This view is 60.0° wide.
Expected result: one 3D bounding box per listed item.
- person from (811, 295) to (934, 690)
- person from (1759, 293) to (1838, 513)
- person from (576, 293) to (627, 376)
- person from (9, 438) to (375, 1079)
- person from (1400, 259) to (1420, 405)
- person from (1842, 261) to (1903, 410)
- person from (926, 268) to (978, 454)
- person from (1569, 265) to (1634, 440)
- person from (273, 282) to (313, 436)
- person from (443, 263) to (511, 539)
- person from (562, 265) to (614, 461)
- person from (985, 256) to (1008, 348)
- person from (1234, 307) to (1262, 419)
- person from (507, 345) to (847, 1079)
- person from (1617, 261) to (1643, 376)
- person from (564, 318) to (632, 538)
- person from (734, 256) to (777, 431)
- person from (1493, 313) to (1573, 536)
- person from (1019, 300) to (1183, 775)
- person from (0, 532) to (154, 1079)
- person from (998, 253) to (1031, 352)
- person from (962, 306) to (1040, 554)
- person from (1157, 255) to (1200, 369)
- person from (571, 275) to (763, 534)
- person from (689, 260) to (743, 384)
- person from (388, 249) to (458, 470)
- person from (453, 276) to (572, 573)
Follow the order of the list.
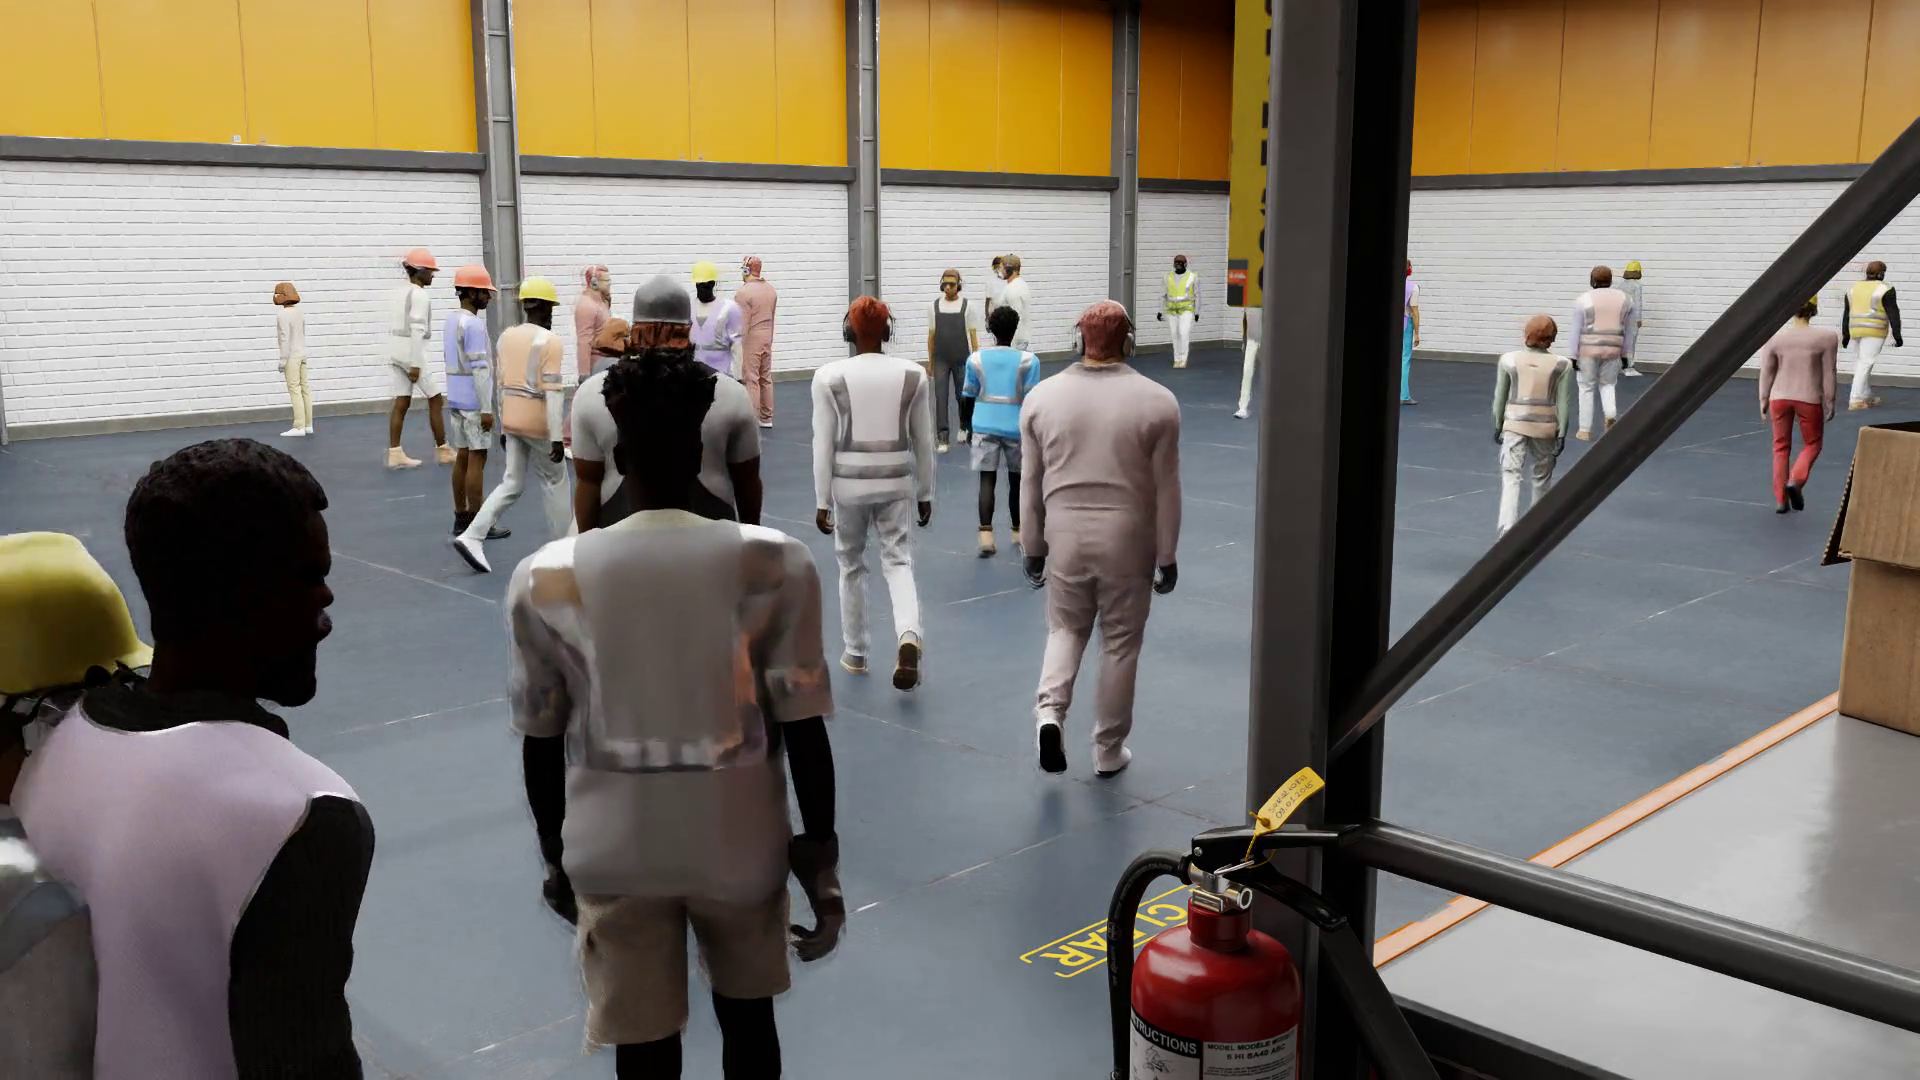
[{"bbox_3d":[-0.396,-0.219,7.856,0.583,1.862,0.820,-3,11,-15],"label":"person"},{"bbox_3d":[6.371,-1.058,12.679,0.551,1.751,0.427,8,13,37],"label":"person"},{"bbox_3d":[-3.592,-1.743,16.778,0.528,1.618,0.621,-1,10,-3],"label":"person"},{"bbox_3d":[-0.892,0.834,1.972,0.611,1.898,0.442,6,12,29],"label":"person"},{"bbox_3d":[5.527,-2.617,20.937,0.385,1.849,0.569,-9,14,-40],"label":"person"},{"bbox_3d":[11.284,-2.511,20.485,0.855,1.810,0.648,-4,11,-21],"label":"person"},{"bbox_3d":[-0.066,-1.792,16.547,0.513,1.823,0.815,1,10,8],"label":"person"},{"bbox_3d":[6.639,-1.931,17.257,0.643,1.825,0.502,0,10,2],"label":"person"},{"bbox_3d":[-7.126,-1.924,17.743,0.281,1.634,0.498,1,10,4],"label":"person"},{"bbox_3d":[-3.418,-0.974,11.742,0.376,1.932,0.551,-8,13,-36],"label":"person"},{"bbox_3d":[-3.421,-1.643,15.607,0.977,1.865,0.659,-1,10,-3],"label":"person"},{"bbox_3d":[0.589,-3.217,24.256,0.534,1.828,0.551,-3,11,-14],"label":"person"},{"bbox_3d":[3.531,-2.339,19.559,0.535,1.806,1.002,6,12,29],"label":"person"},{"bbox_3d":[-0.560,0.579,3.332,0.621,1.913,0.945,-2,11,-9],"label":"person"},{"bbox_3d":[10.222,-3.377,25.369,0.296,1.745,0.484,-4,11,-20],"label":"person"},{"bbox_3d":[-2.308,-0.658,10.943,0.820,1.597,0.499,-6,12,-30],"label":"person"},{"bbox_3d":[-2.272,-2.146,18.214,0.409,1.909,0.642,5,12,26],"label":"person"},{"bbox_3d":[3.886,-0.737,11.343,0.513,1.606,0.805,4,11,21],"label":"person"},{"bbox_3d":[0.536,0.023,6.451,0.642,1.892,0.544,3,11,18],"label":"person"},{"bbox_3d":[-1.162,0.885,2.022,0.611,1.795,0.908,9,13,39],"label":"person"},{"bbox_3d":[0.581,-2.101,17.882,0.353,1.936,0.635,1,10,8],"label":"person"},{"bbox_3d":[0.277,-0.727,11.215,0.540,1.684,0.758,2,11,9],"label":"person"},{"bbox_3d":[3.478,-3.636,26.597,0.640,1.818,0.764,5,12,26],"label":"person"},{"bbox_3d":[-1.115,-0.054,6.438,0.700,2.000,1.034,-1,10,-7],"label":"person"},{"bbox_3d":[-2.217,-1.493,14.627,0.604,1.908,0.424,4,11,22],"label":"person"},{"bbox_3d":[-4.910,-1.652,15.262,0.889,1.999,0.639,-9,14,-40],"label":"person"},{"bbox_3d":[-2.792,-0.734,10.610,0.632,1.883,0.894,8,13,36],"label":"person"}]
